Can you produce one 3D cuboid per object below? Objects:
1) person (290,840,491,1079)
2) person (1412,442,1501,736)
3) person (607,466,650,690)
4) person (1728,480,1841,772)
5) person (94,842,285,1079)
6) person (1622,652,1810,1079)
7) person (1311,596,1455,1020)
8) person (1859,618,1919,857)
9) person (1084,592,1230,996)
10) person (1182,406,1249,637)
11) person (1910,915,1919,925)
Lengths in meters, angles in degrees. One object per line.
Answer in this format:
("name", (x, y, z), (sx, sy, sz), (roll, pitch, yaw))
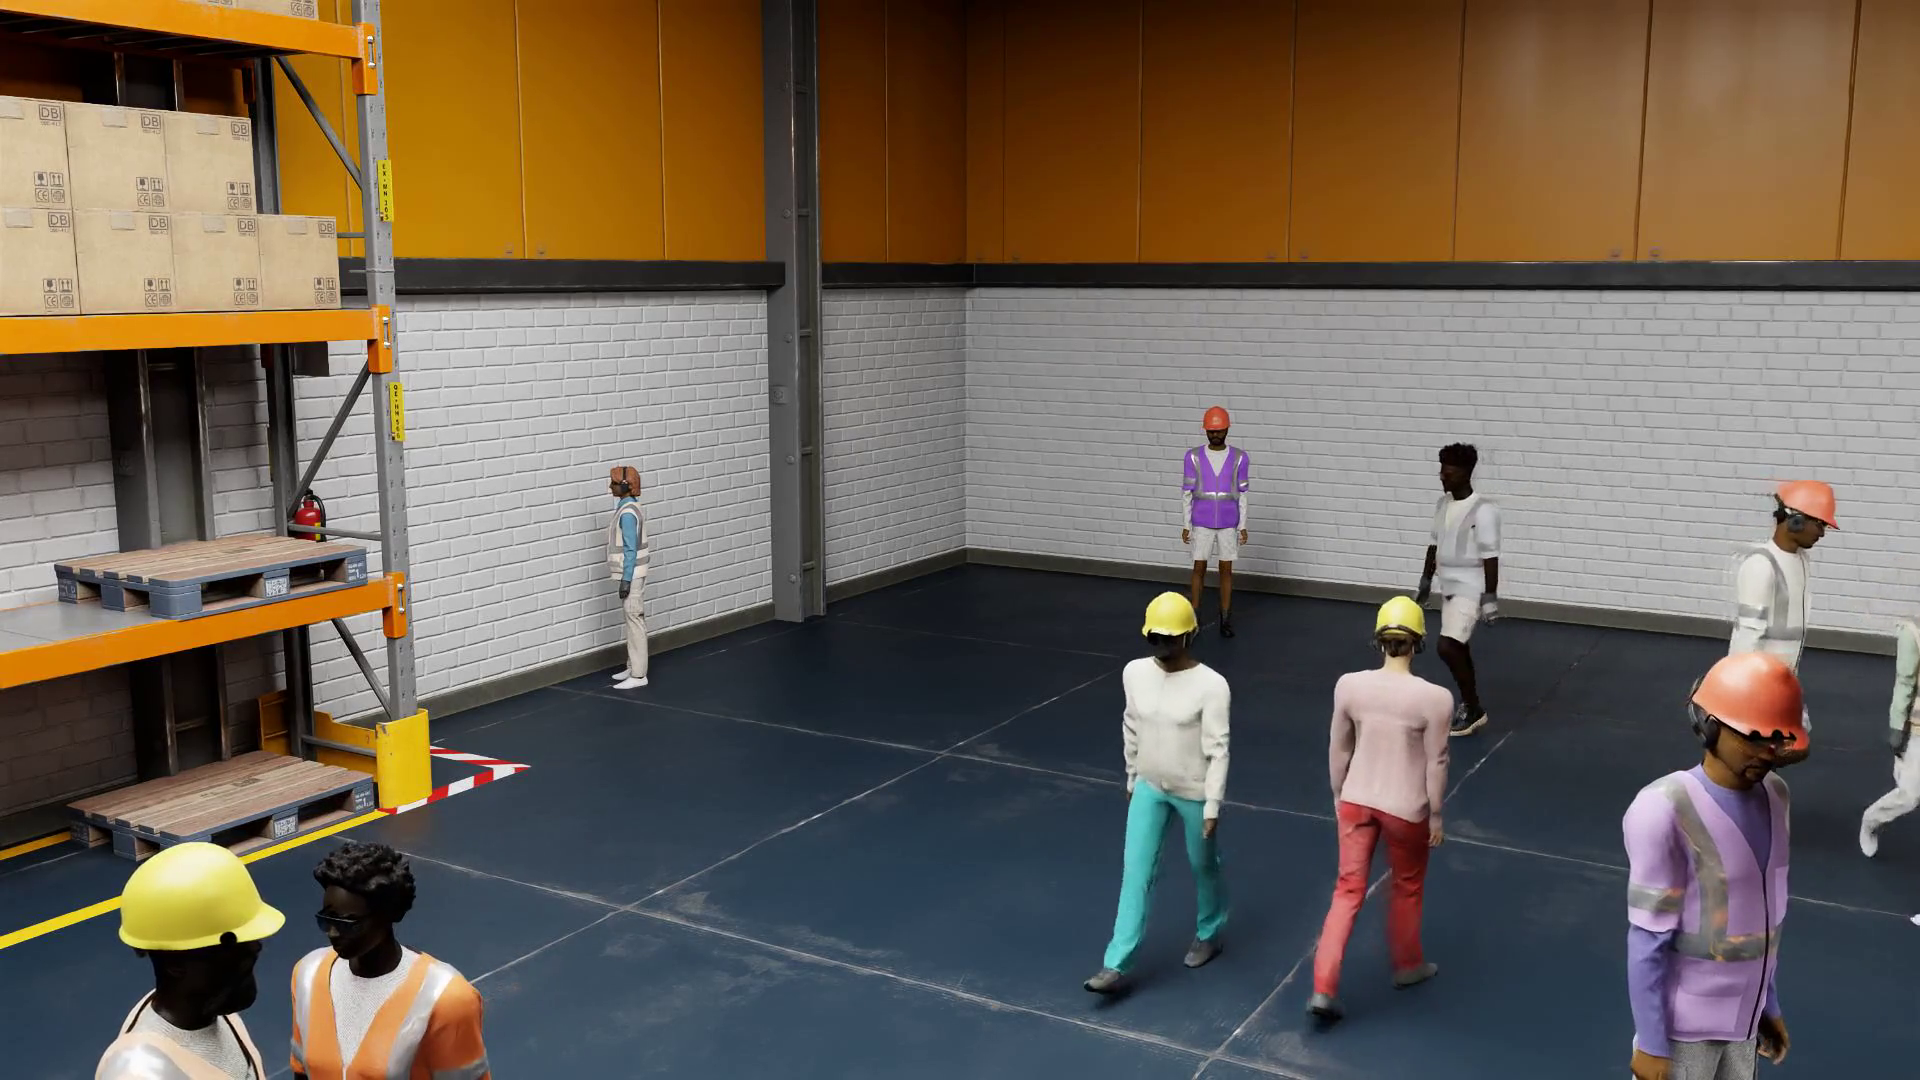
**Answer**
("person", (-1.397, 1.544, 4.056), (0.540, 1.695, 0.317), (3, 10, 17))
("person", (3.272, 0.326, 10.899), (0.469, 1.943, 0.622), (-1, 9, -8))
("person", (-2.425, 0.269, 12.193), (0.307, 1.641, 0.512), (-2, 9, -12))
("person", (4.097, 0.680, 8.479), (0.718, 2.005, 0.582), (-8, 12, -42))
("person", (-1.512, 1.541, 3.354), (0.377, 1.929, 0.585), (-2, 9, -14))
("person", (2.071, 1.295, 4.557), (0.605, 2.035, 0.392), (-6, 11, -32))
("person", (1.716, 1.094, 6.808), (0.529, 1.718, 0.875), (7, 11, 37))
("person", (4.770, 0.920, 8.175), (0.520, 1.616, 0.565), (0, 9, -1))
("person", (0.880, 1.060, 7.018), (0.540, 1.704, 0.923), (6, 11, 34))
("person", (2.128, -0.149, 13.869), (0.553, 1.935, 0.364), (1, 9, 6))
("person", (4.796, 0.954, 7.658), (0.625, 1.718, 0.478), (1, 9, 9))
